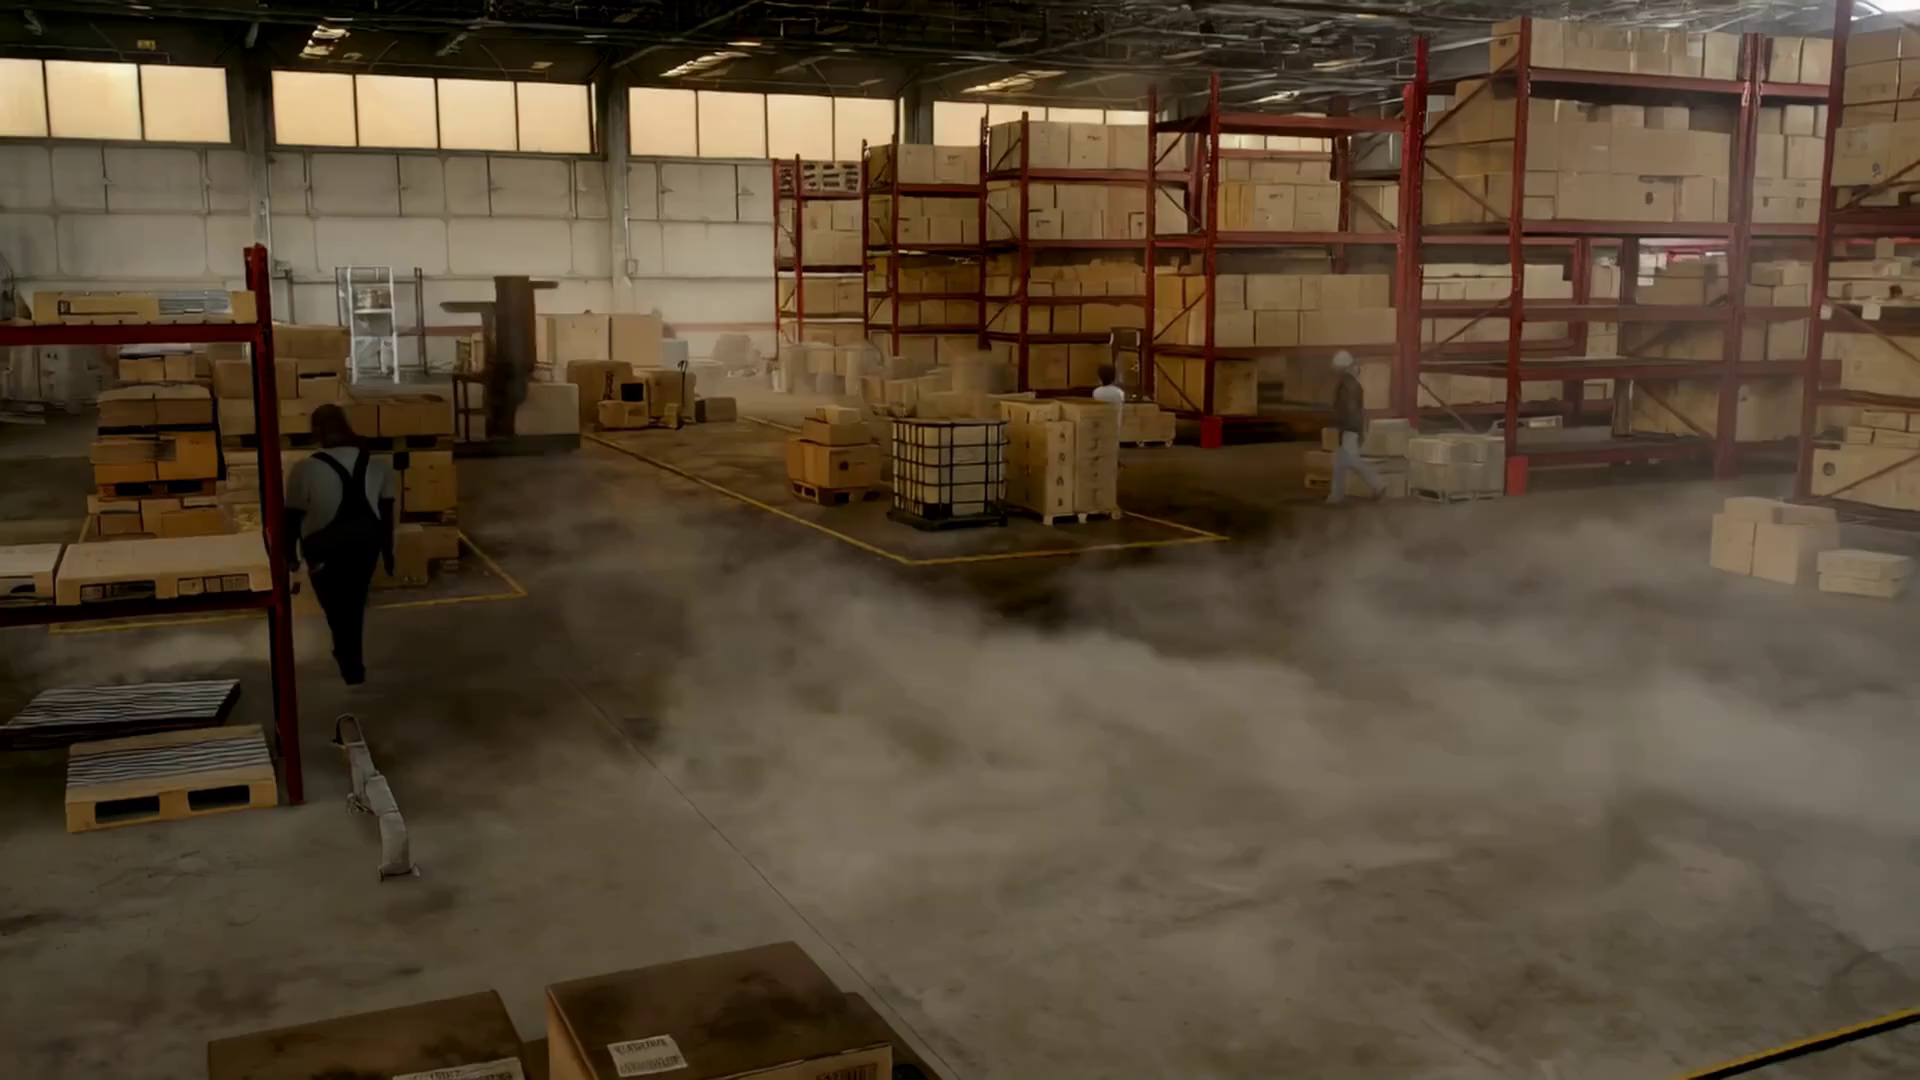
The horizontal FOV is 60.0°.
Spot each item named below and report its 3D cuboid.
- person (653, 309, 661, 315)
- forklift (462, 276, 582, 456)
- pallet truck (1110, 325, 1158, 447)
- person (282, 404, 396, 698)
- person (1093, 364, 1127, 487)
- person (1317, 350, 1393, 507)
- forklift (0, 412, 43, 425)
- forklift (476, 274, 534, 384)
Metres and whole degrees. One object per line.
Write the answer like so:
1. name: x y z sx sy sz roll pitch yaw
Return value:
1. person: -8.001 -5.184 44.232 0.554 1.916 0.696 -1 9 -7
2. forklift: -7.106 -2.809 26.516 1.873 2.768 1.129 -4 10 -25
3. pallet truck: 2.881 -2.596 27.923 0.823 1.965 1.885 -1 9 -7
4. person: -4.359 0.028 11.511 1.002 2.000 0.695 8 12 40
5. person: 1.992 -1.501 22.105 0.538 1.674 0.606 -9 13 -43
6. person: 4.880 -1.355 20.412 0.933 1.958 0.613 6 11 32
7. forklift: -18.230 -3.475 30.648 1.873 2.768 1.129 2 9 15
8. forklift: -11.353 -5.369 42.396 1.873 2.768 1.129 -4 10 -25
